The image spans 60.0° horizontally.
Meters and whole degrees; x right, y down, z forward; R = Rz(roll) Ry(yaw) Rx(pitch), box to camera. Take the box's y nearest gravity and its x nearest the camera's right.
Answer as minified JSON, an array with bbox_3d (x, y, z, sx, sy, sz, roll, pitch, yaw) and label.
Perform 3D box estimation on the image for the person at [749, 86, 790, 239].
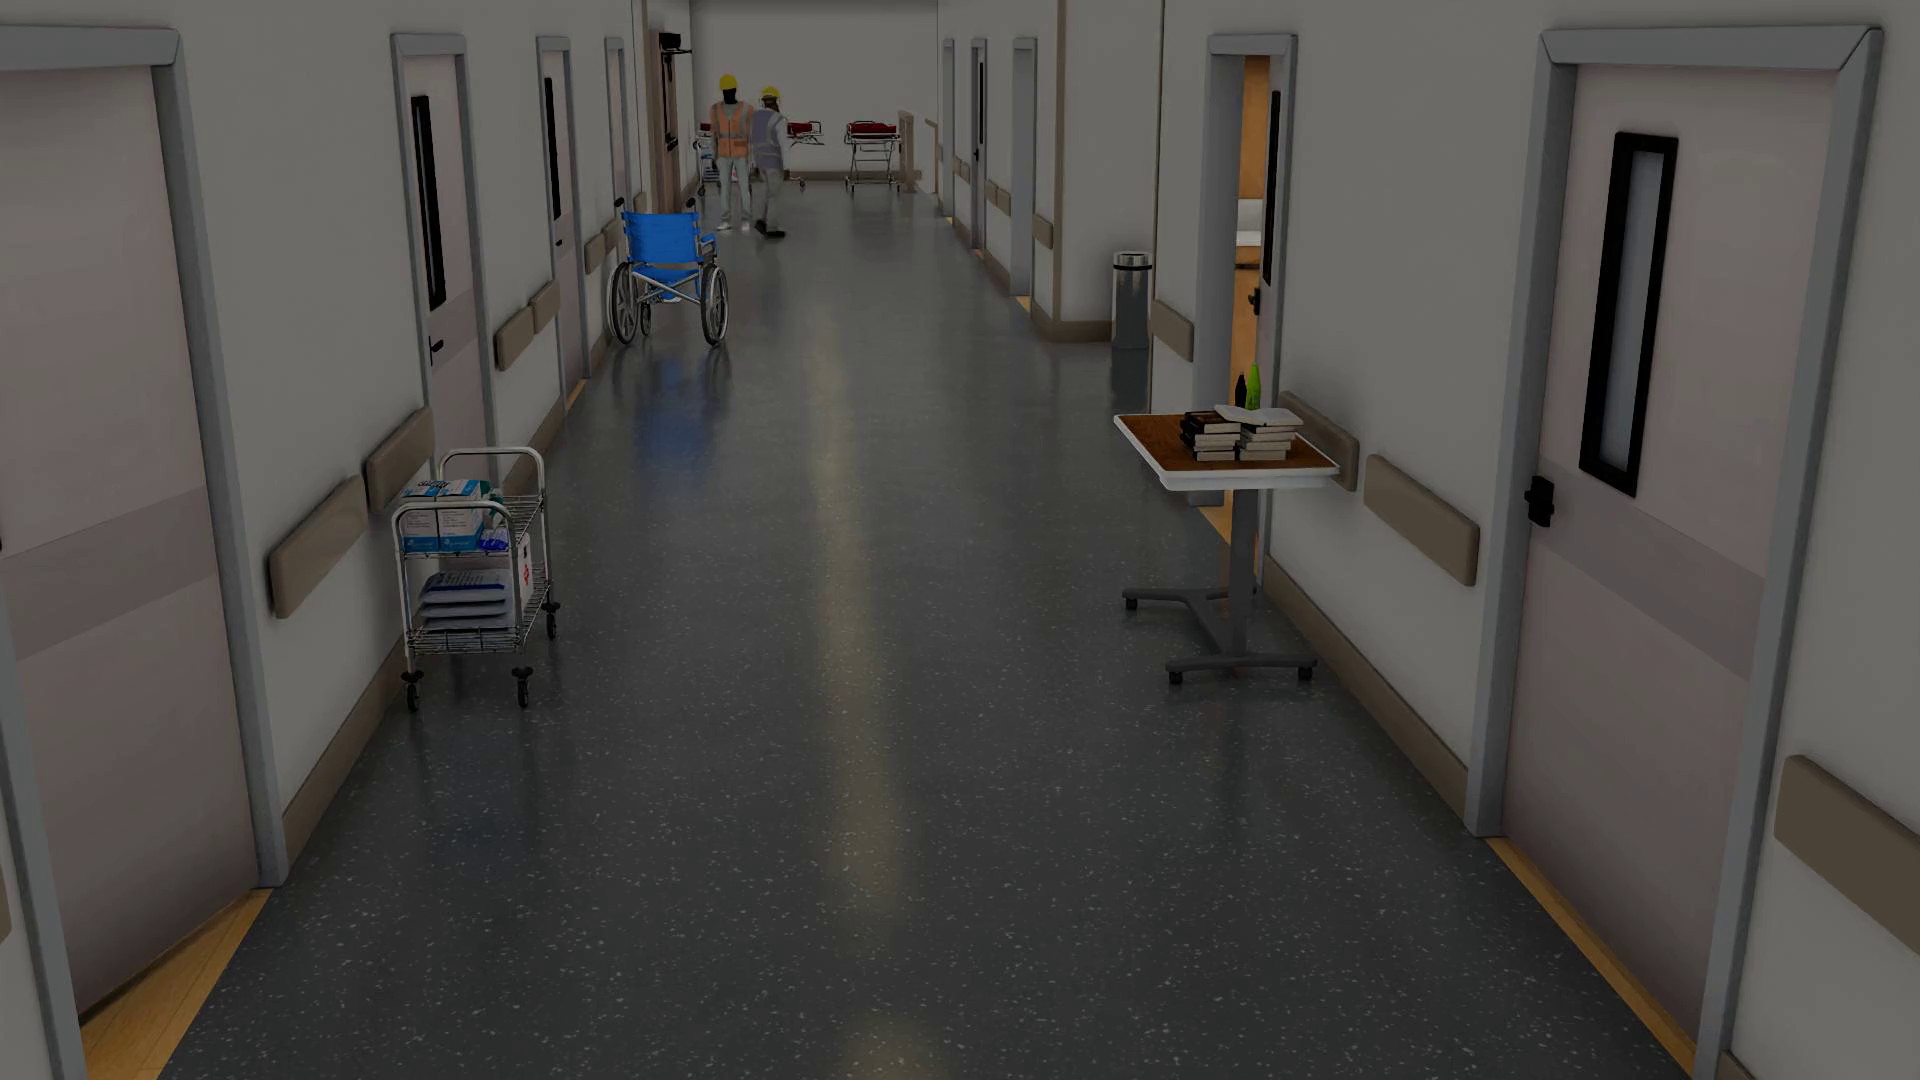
[{"bbox_3d":[-2.252,-4.522,19.978,0.616,1.798,0.421,15,22,41],"label":"person"}]

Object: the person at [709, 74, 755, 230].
[{"bbox_3d":[-2.854,-4.853,20.881,0.593,1.930,0.387,2,17,8],"label":"person"}]
